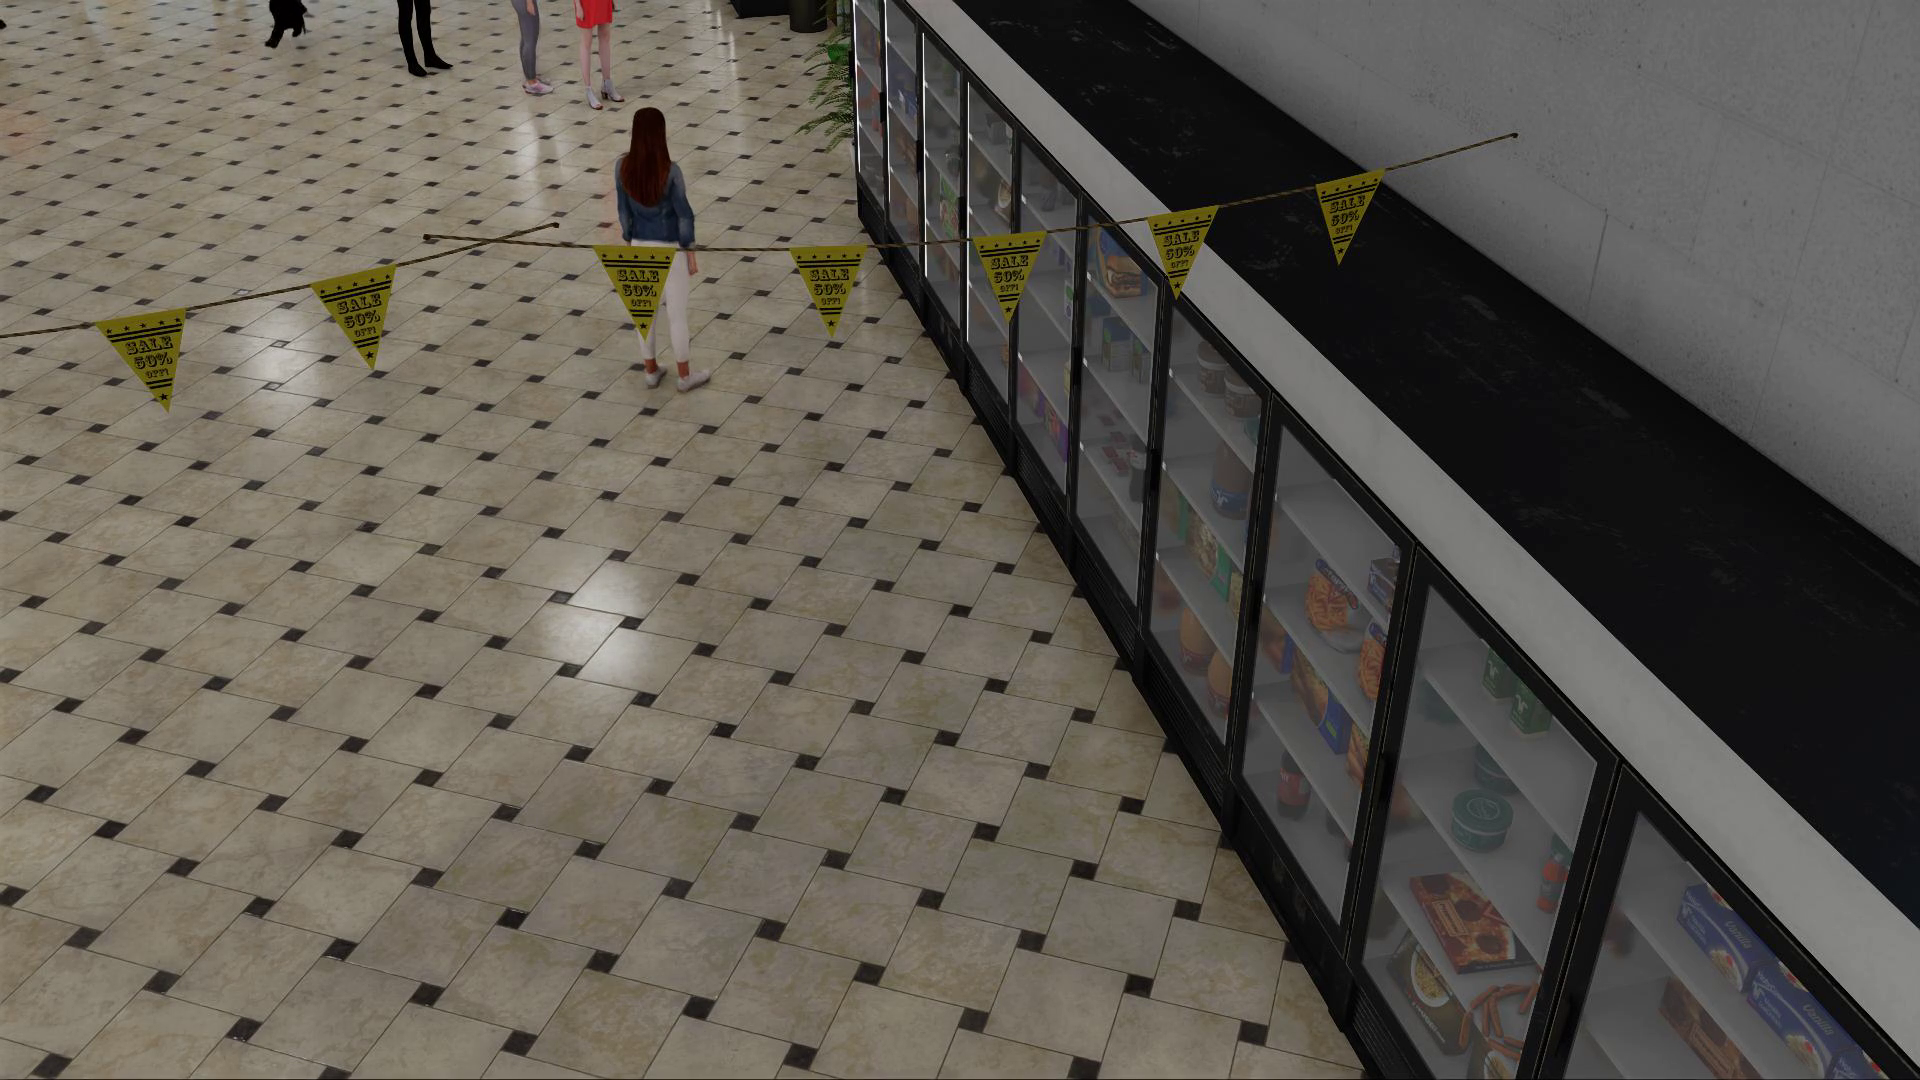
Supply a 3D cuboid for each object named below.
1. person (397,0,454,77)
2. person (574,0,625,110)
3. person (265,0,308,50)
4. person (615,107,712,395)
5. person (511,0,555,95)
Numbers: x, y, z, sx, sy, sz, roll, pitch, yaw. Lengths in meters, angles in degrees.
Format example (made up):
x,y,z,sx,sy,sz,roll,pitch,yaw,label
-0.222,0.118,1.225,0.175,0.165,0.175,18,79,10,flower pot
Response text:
x,y,z,sx,sy,sz,roll,pitch,yaw,label
-5.092,-5.286,15.355,0.846,1.890,0.774,19,37,28,person
-3.205,-4.713,14.494,0.729,1.827,0.647,21,37,29,person
-6.671,-5.682,16.172,1.181,1.701,1.048,5,32,8,person
-1.772,-1.680,9.741,0.635,1.700,0.750,10,33,15,person
-3.894,-4.839,14.904,0.520,1.608,0.569,-10,33,-15,person
